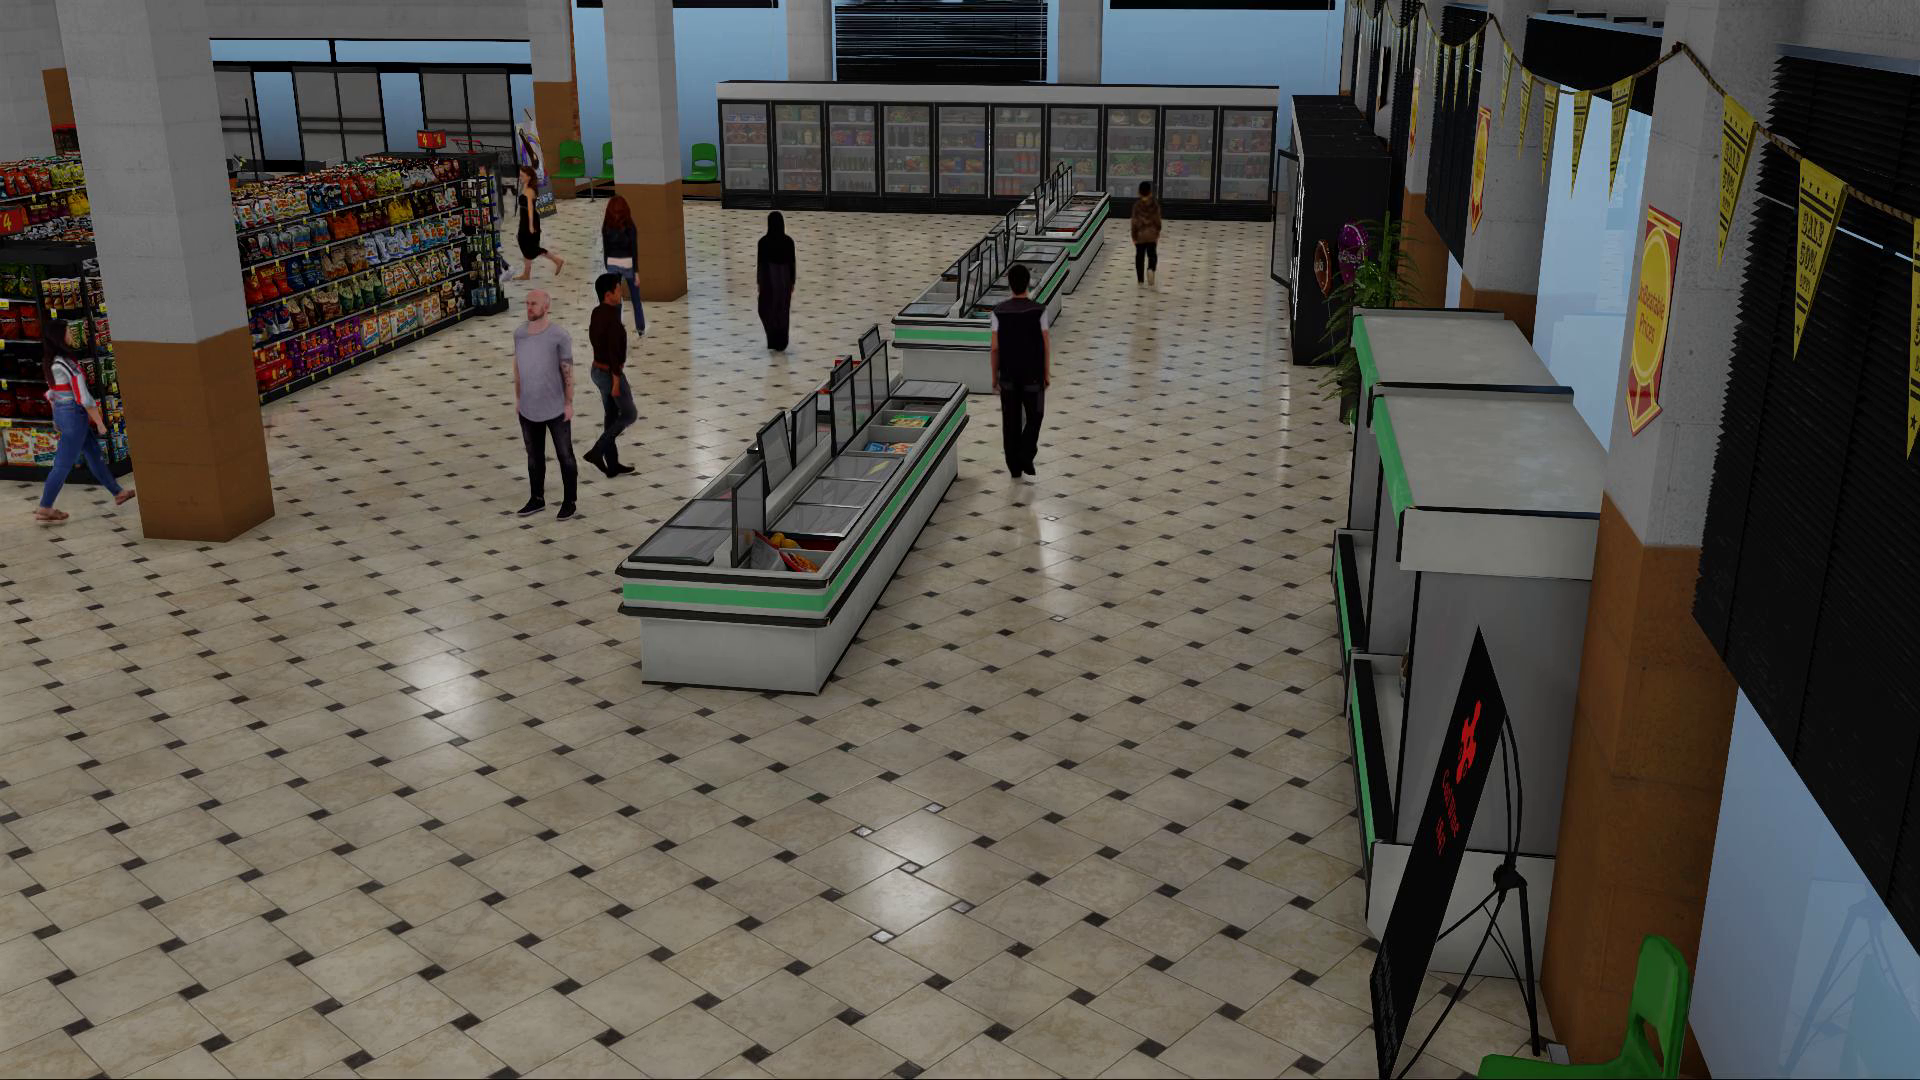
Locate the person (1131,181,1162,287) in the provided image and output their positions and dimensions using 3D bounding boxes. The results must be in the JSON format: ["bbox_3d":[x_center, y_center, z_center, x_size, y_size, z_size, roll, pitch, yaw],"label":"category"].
[{"bbox_3d":[2.605,-4.246,23.175,0.643,1.443,0.864,0,19,1],"label":"person"}]

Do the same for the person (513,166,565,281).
[{"bbox_3d":[-6.024,-4.493,23.658,0.924,1.603,0.986,-6,20,-18],"label":"person"}]

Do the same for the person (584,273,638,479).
[{"bbox_3d":[-3.058,-1.369,14.139,0.899,1.766,0.839,-13,23,-33],"label":"person"}]

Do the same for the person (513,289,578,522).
[{"bbox_3d":[-3.288,-1.083,13.179,0.704,1.837,0.640,7,20,19],"label":"person"}]

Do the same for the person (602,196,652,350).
[{"bbox_3d":[-3.900,-3.012,19.030,0.631,1.754,1.123,3,19,7],"label":"person"}]

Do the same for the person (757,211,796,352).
[{"bbox_3d":[-2.101,-2.938,19.046,0.836,1.603,0.953,-6,20,-18],"label":"person"}]

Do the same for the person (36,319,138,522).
[{"bbox_3d":[-7.051,-0.899,13.057,0.960,1.568,1.185,14,23,36],"label":"person"}]

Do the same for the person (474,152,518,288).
[{"bbox_3d":[-6.399,-4.382,22.907,0.825,1.873,0.773,-1,19,-3],"label":"person"}]

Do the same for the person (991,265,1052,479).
[{"bbox_3d":[0.515,-1.387,14.072,0.684,1.842,0.824,2,19,7],"label":"person"}]
